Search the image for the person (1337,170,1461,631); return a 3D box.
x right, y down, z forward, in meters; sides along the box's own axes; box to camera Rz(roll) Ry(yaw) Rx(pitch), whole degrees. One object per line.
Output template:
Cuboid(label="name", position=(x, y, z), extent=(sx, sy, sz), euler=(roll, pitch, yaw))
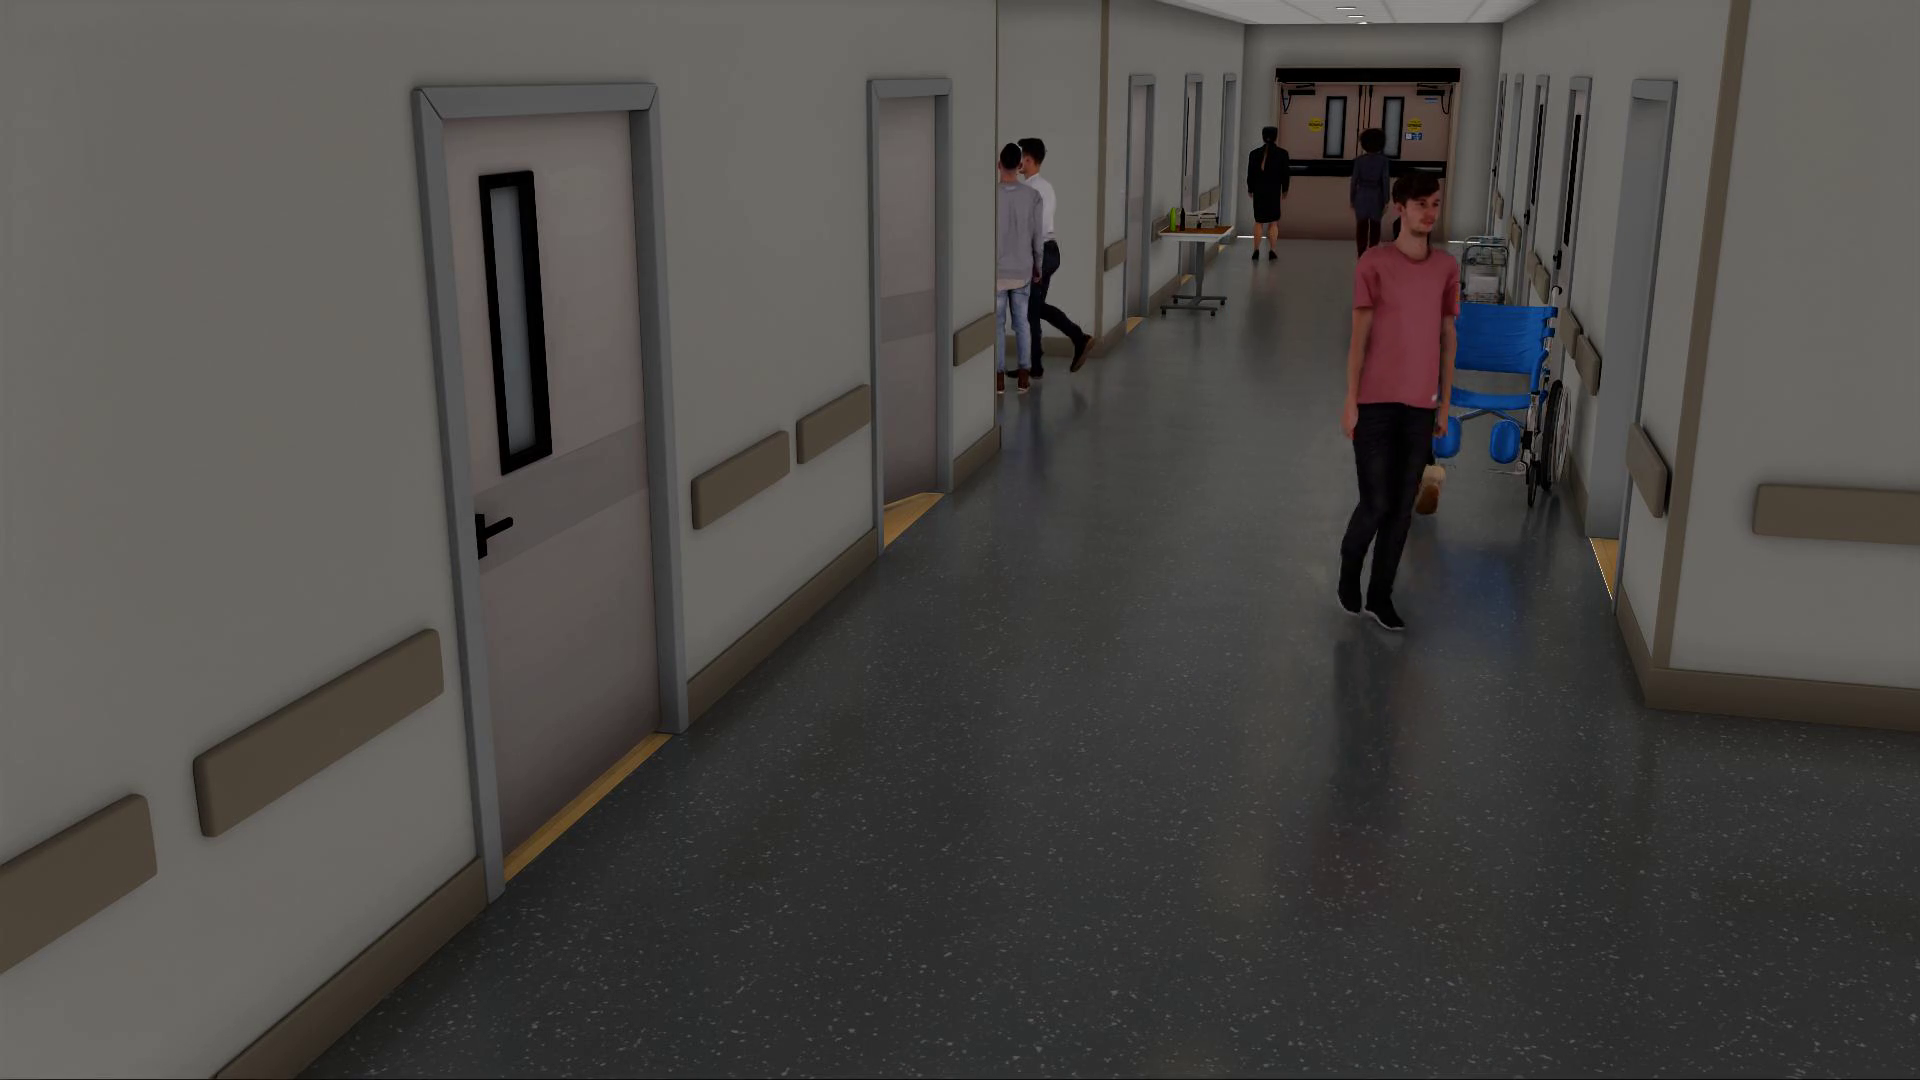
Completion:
Cuboid(label="person", position=(1.826, -0.592, 7.146), extent=(0.773, 1.945, 0.820), euler=(-3, 16, -11))

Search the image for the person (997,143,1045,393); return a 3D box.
Cuboid(label="person", position=(0.363, -2.042, 12.483), extent=(0.765, 1.839, 0.748), euler=(-4, 16, -14))

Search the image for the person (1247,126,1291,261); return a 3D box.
Cuboid(label="person", position=(3.919, -4.421, 21.224), extent=(0.681, 1.675, 0.604), euler=(4, 16, 13))

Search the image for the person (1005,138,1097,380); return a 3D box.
Cuboid(label="person", position=(0.705, -2.148, 12.854), extent=(0.702, 1.843, 0.872), euler=(5, 17, 17))

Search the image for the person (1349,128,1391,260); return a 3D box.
Cuboid(label="person", position=(4.772, -3.901, 19.388), extent=(0.624, 1.670, 1.052), euler=(4, 16, 13))
